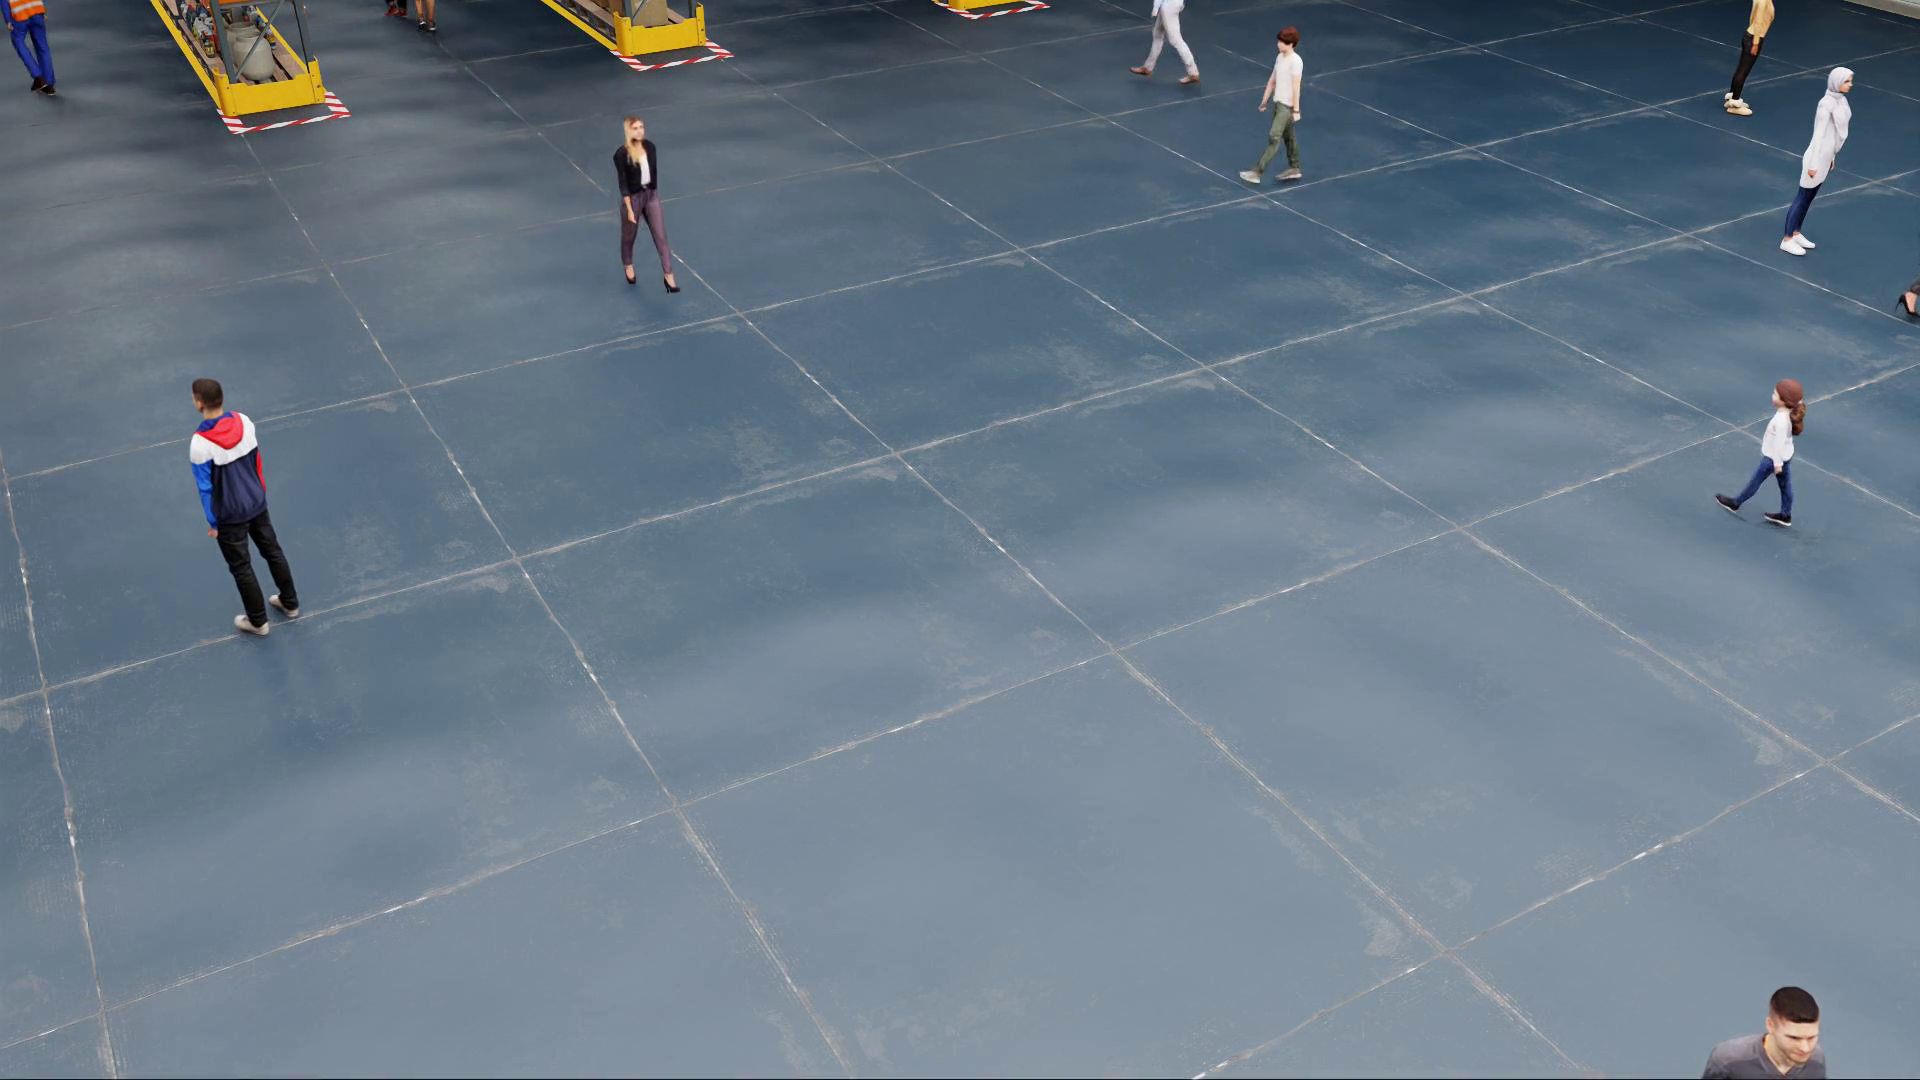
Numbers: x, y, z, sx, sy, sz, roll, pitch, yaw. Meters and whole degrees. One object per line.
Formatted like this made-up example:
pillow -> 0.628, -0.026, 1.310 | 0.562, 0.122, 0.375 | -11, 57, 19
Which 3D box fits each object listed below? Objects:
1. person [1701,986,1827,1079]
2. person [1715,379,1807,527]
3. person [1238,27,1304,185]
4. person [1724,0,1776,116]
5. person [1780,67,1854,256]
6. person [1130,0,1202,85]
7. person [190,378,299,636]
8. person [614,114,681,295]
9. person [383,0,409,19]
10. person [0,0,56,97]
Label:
person -> 2.989, 2.379, 6.394 | 0.691, 1.761, 0.671 | -4, 32, -6
person -> 5.834, -0.593, 11.742 | 0.803, 1.081, 0.609 | 22, 38, 31
person -> 3.498, -4.568, 17.535 | 0.812, 1.624, 1.012 | -10, 34, -15
person -> 9.332, -5.883, 19.588 | 0.730, 1.658, 0.679 | 10, 34, 15
person -> 8.207, -3.635, 15.914 | 0.656, 1.776, 0.603 | -27, 41, -36
person -> 2.657, -6.490, 20.370 | 1.332, 1.849, 1.103 | 17, 36, 25
person -> -4.555, -0.216, 10.512 | 0.723, 1.757, 0.712 | 15, 35, 23
person -> -2.967, -3.049, 15.119 | 0.731, 1.632, 1.074 | -24, 39, -32
person -> -7.873, -8.120, 23.044 | 0.752, 1.754, 0.780 | 23, 39, 32
person -> -11.205, -6.283, 20.039 | 0.815, 1.852, 0.805 | 23, 39, 32
